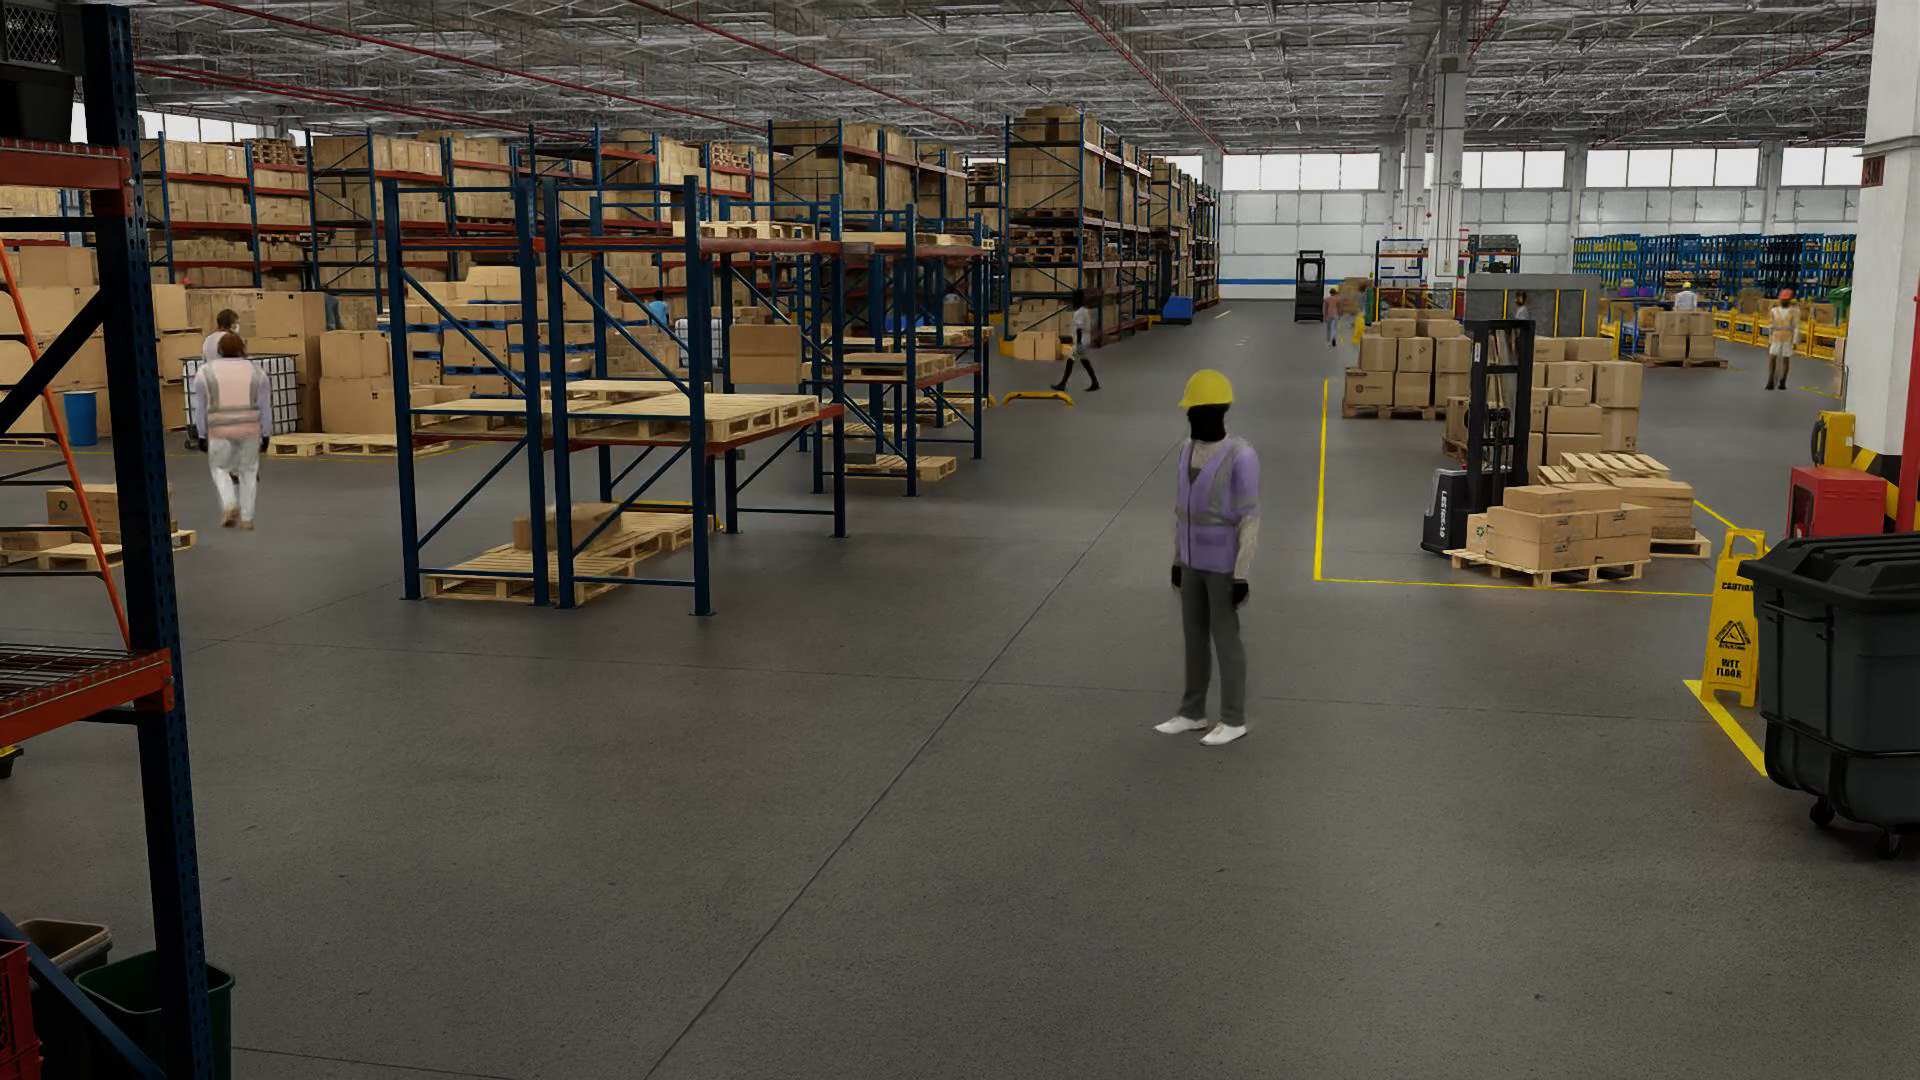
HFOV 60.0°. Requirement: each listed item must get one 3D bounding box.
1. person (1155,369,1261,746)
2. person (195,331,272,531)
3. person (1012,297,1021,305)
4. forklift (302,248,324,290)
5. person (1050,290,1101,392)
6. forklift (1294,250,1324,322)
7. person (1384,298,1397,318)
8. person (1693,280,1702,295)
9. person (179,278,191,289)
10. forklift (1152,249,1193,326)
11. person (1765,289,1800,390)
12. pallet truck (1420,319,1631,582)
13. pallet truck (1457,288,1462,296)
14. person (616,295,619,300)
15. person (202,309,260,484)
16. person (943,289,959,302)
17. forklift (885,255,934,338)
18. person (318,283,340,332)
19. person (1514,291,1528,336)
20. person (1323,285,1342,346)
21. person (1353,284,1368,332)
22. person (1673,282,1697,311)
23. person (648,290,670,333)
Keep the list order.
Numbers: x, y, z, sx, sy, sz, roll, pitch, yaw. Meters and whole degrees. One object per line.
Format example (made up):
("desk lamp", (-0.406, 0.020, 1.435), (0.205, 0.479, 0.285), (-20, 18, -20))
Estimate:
("person", (1.266, 0.090, 8.499), (0.379, 1.924, 0.594), (-6, 11, -30))
("person", (-6.612, -0.984, 15.162), (0.651, 1.818, 0.491), (-5, 11, -29))
("person", (1.952, -8.364, 58.208), (0.377, 2.045, 0.605), (-3, 10, -18))
("forklift", (-19.834, -7.671, 51.631), (1.129, 2.768, 1.873), (-3, 10, -18))
("person", (2.185, -3.682, 30.906), (0.862, 1.917, 0.609), (4, 10, 21))
("forklift", (13.778, -10.002, 65.433), (1.129, 2.768, 1.873), (2, 10, 12))
("person", (9.794, -4.650, 37.460), (0.586, 1.616, 0.526), (-2, 10, -9))
("person", (36.089, -12.135, 81.313), (0.922, 1.782, 0.616), (2, 10, 14))
("person", (-20.323, -5.862, 43.584), (0.760, 1.971, 0.652), (1, 10, 3))
("forklift", (7.646, -9.320, 61.395), (1.873, 2.768, 1.129), (2, 10, 11))
("person", (15.525, -3.771, 31.412), (0.557, 1.896, 0.894), (7, 12, 36))
("pallet truck", (4.543, -0.757, 13.299), (0.823, 1.965, 1.885), (-4, 10, -22))
("pallet truck", (20.506, -9.785, 68.819), (0.653, 1.274, 1.630), (2, 10, 12))
("person", (-8.481, -5.249, 40.980), (0.528, 1.630, 0.322), (1, 10, 4))
("person", (-8.094, -1.584, 18.394), (0.628, 1.931, 0.375), (6, 11, 33))
("person", (-0.278, -7.272, 52.920), (0.536, 1.659, 0.890), (1, 10, 6))
("forklift", (-1.137, -5.870, 40.964), (1.129, 2.768, 1.873), (2, 10, 12))
("person", (-14.608, -4.945, 38.316), (0.633, 1.933, 0.368), (-8, 12, -39))
("person", (11.289, -4.060, 33.309), (0.735, 1.852, 0.524), (3, 10, 19))
("person", (10.607, -6.381, 47.359), (0.517, 1.739, 0.694), (2, 10, 14))
("person", (13.765, -7.953, 57.000), (0.464, 1.620, 0.524), (3, 10, 18))
("person", (21.570, -6.780, 49.528), (0.617, 1.798, 0.834), (3, 10, 16))
("person", (-7.597, -5.455, 41.999), (0.535, 1.699, 0.322), (-1, 10, -4))
